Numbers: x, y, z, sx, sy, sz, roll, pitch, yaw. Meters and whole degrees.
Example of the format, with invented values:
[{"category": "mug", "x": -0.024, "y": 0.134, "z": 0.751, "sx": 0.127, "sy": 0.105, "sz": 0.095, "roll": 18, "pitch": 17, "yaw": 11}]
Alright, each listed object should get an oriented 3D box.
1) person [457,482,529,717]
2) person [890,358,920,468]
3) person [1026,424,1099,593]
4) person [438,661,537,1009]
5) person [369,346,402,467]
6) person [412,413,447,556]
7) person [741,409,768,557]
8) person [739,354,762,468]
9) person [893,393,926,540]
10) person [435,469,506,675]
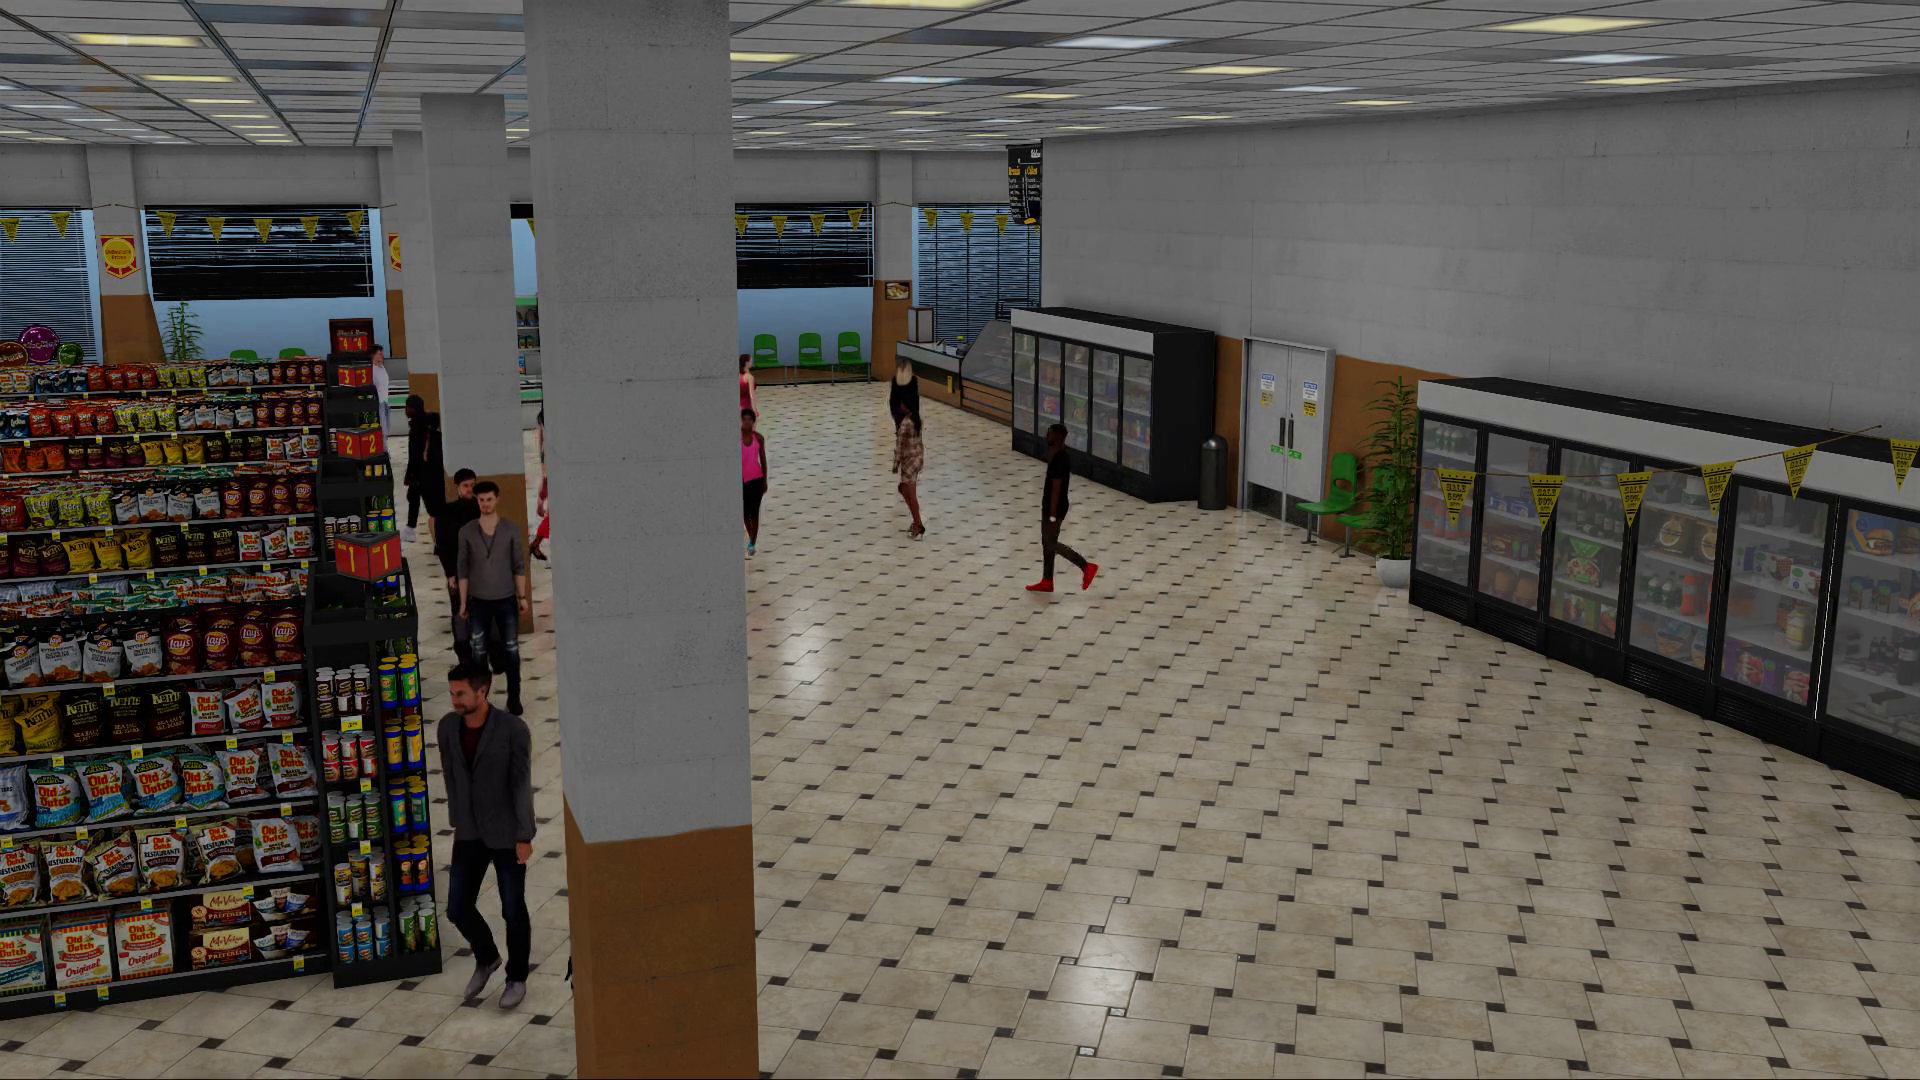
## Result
[{"category": "person", "x": -3.758, "y": 0.465, "z": 13.372, "sx": 0.551, "sy": 1.904, "sz": 0.777, "roll": -3, "pitch": 12, "yaw": -13}, {"category": "person", "x": -0.847, "y": -1.882, "z": 25.168, "sx": 1.208, "sy": 1.636, "sz": 1.076, "roll": 2, "pitch": 12, "yaw": 8}, {"category": "person", "x": 1.077, "y": -0.303, "z": 17.306, "sx": 1.117, "sy": 1.788, "sz": 0.953, "roll": 2, "pitch": 12, "yaw": 10}, {"category": "person", "x": -2.391, "y": 1.492, "z": 8.614, "sx": 0.772, "sy": 1.855, "sz": 0.888, "roll": 2, "pitch": 12, "yaw": 8}, {"category": "person", "x": -8.990, "y": -2.053, "z": 25.496, "sx": 1.099, "sy": 1.836, "sz": 0.898, "roll": 1, "pitch": 12, "yaw": 4}, {"category": "person", "x": -6.039, "y": -0.616, "z": 19.091, "sx": 0.696, "sy": 1.664, "sz": 0.836, "roll": -1, "pitch": 12, "yaw": -4}, {"category": "person", "x": -2.450, "y": -0.659, "z": 19.298, "sx": 1.129, "sy": 1.663, "sz": 0.862, "roll": -1, "pitch": 12, "yaw": -3}, {"category": "person", "x": -3.239, "y": -1.957, "z": 25.246, "sx": 0.653, "sy": 1.753, "sz": 0.678, "roll": 10, "pitch": 16, "yaw": 40}, {"category": "person", "x": -0.516, "y": -0.873, "z": 20.030, "sx": 0.781, "sy": 1.779, "sz": 0.722, "roll": 5, "pitch": 13, "yaw": 24}, {"category": "person", "x": -4.312, "y": 0.283, "z": 14.496, "sx": 1.109, "sy": 1.798, "sz": 0.940, "roll": -8, "pitch": 14, "yaw": -32}]
